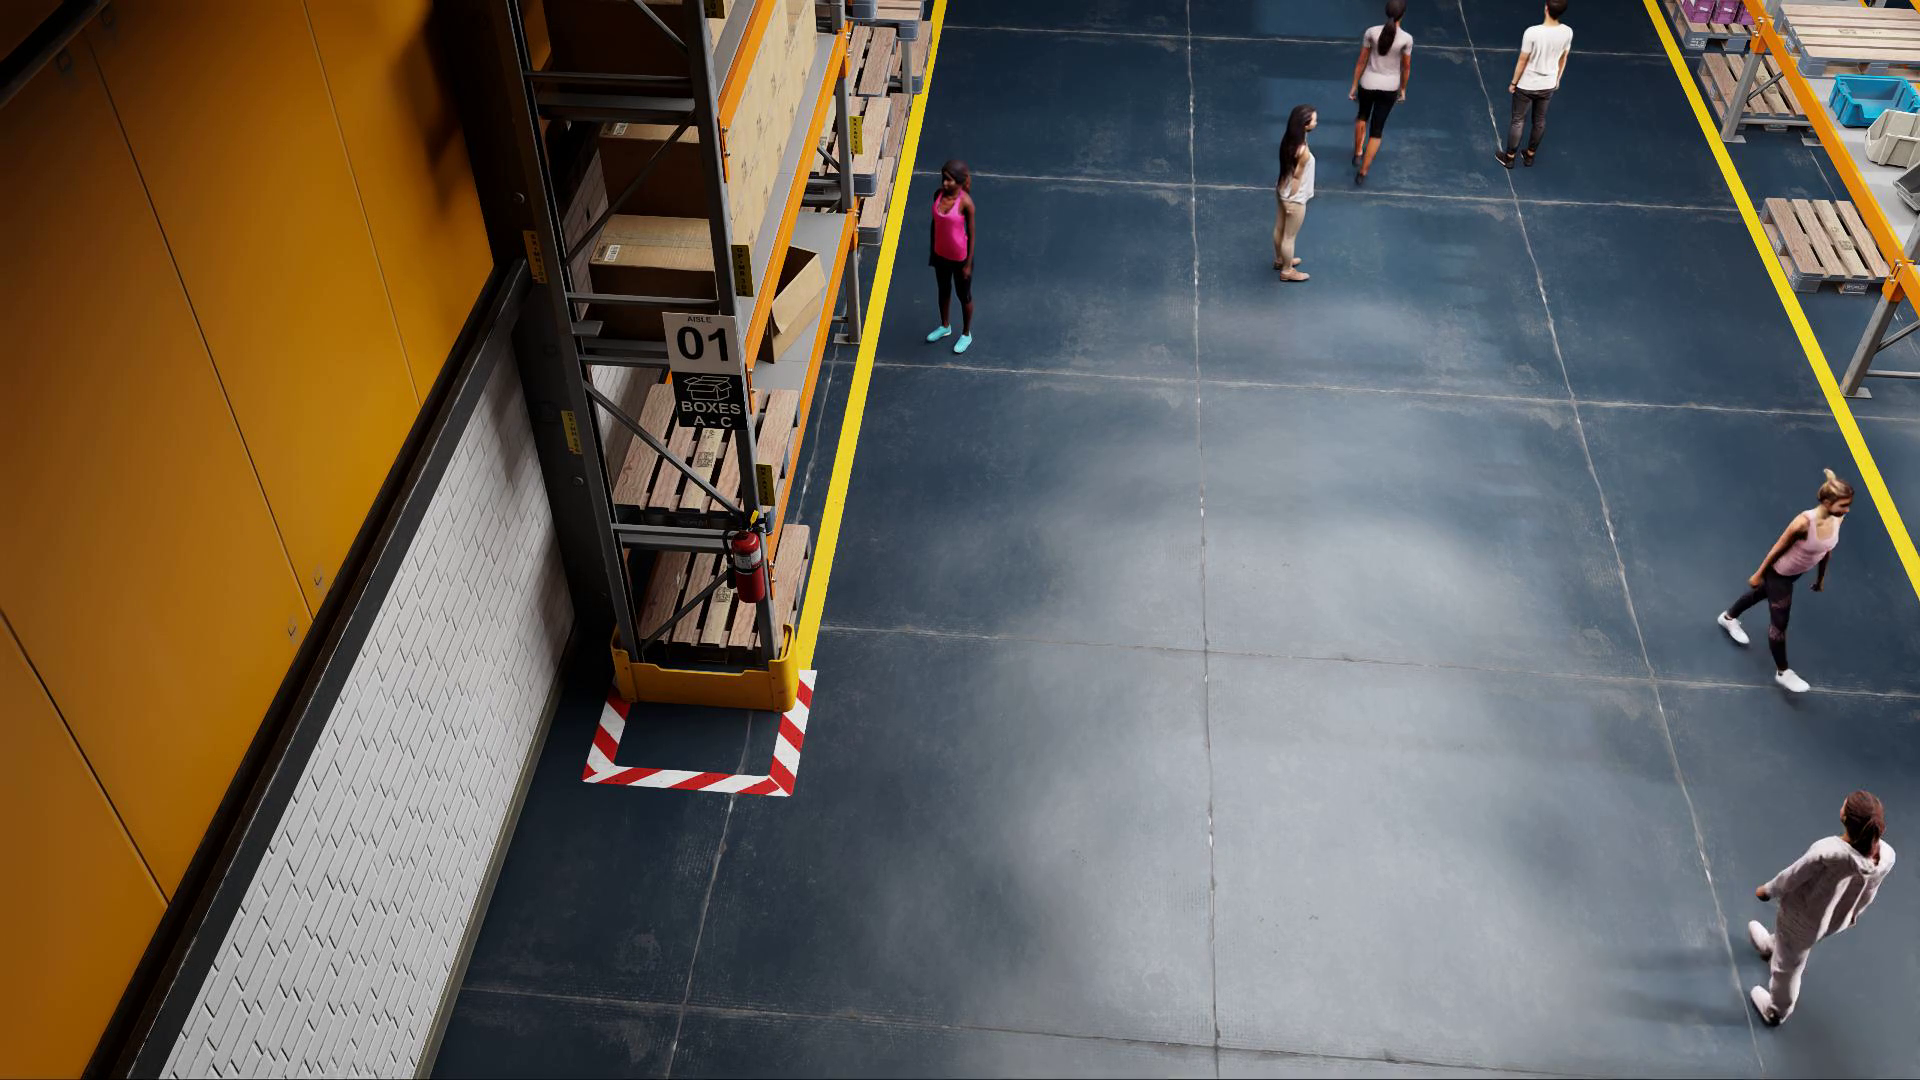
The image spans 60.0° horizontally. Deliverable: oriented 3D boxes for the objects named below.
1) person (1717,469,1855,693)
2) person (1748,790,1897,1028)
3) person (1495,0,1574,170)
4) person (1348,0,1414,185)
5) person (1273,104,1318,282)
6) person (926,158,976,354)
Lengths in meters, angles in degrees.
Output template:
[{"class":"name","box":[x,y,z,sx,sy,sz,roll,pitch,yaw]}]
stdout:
[{"class":"person","box":[5.354,0.149,10.889,0.917,1.600,1.129,-17,46,-17]},{"class":"person","box":[4.600,2.044,8.853,0.783,1.663,0.939,-9,44,-9]},{"class":"person","box":[5.353,-4.269,15.437,0.671,1.722,0.605,-5,44,-5]},{"class":"person","box":[3.807,-4.088,15.242,0.784,1.729,0.907,16,46,16]},{"class":"person","box":[2.803,-2.931,14.082,0.680,1.654,0.630,-27,50,-25]},{"class":"person","box":[-0.048,-2.300,13.369,0.652,1.723,0.690,26,49,25]}]
